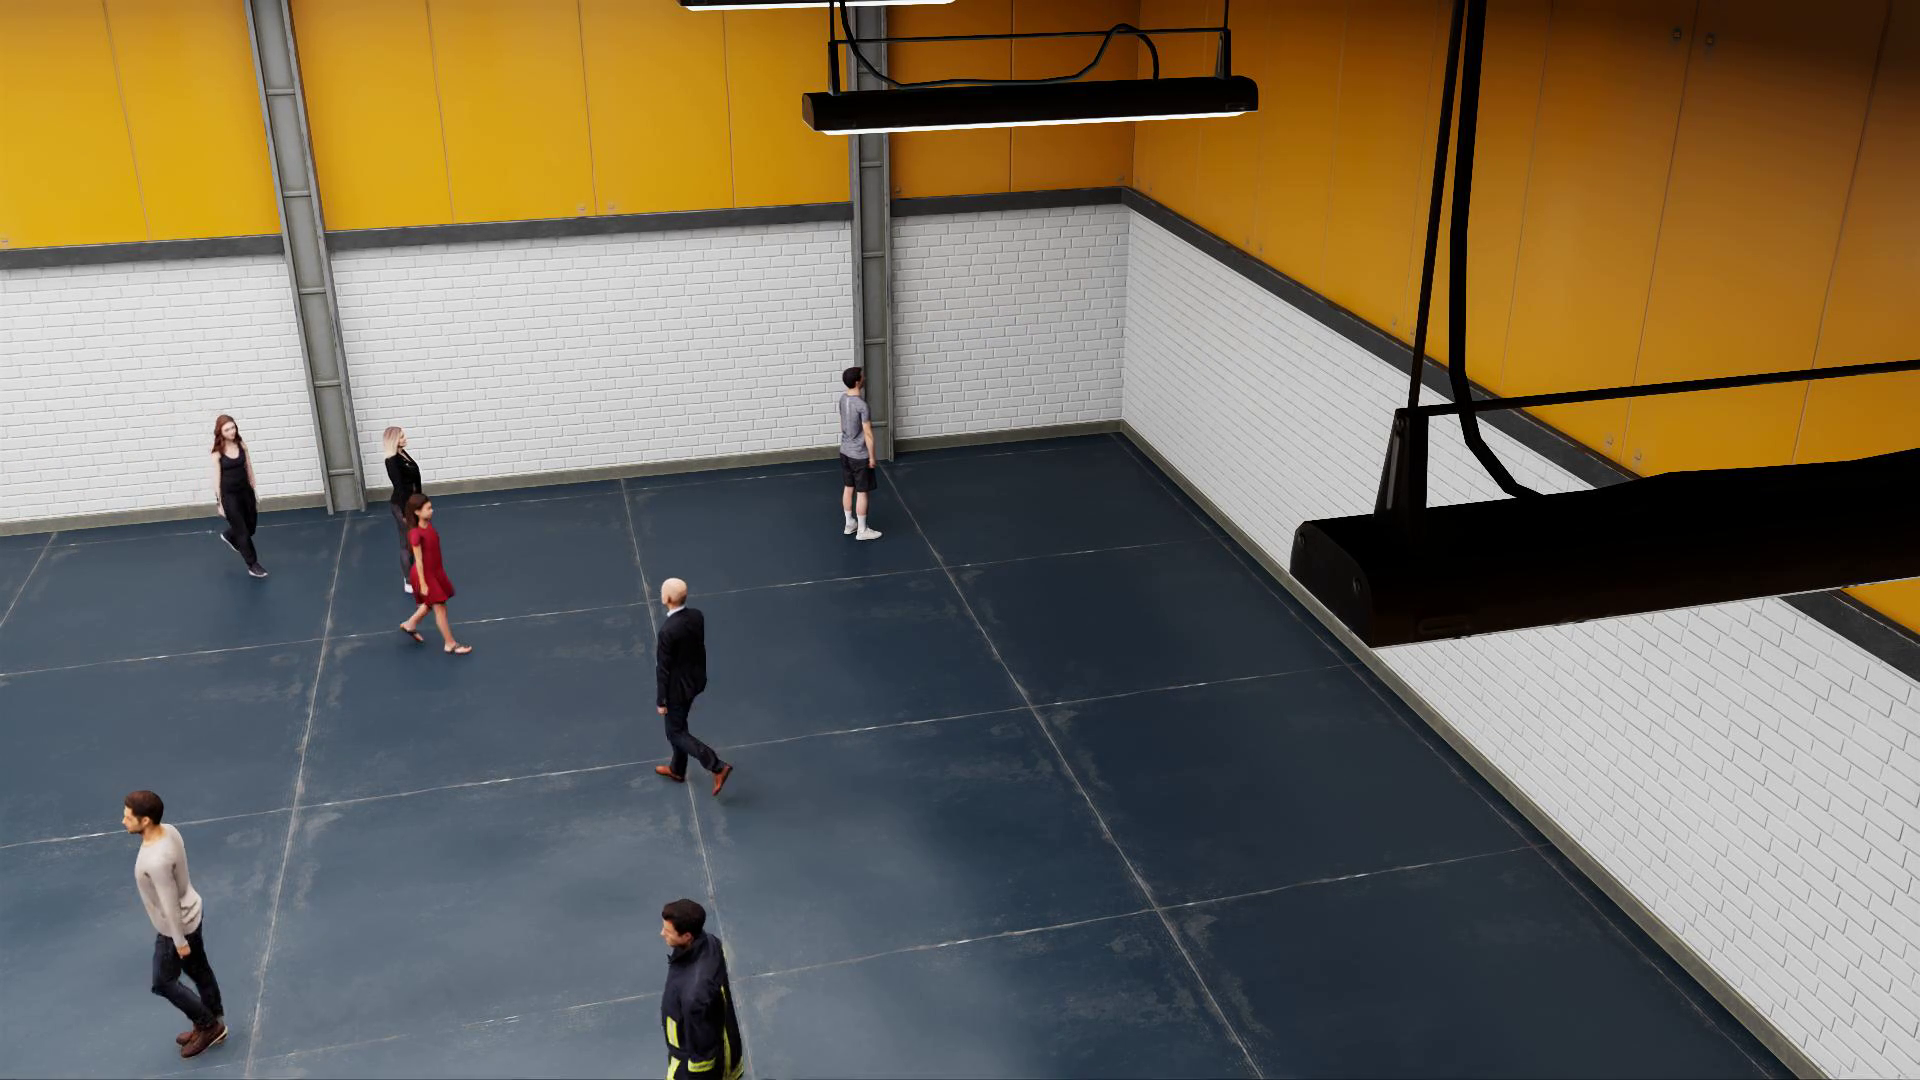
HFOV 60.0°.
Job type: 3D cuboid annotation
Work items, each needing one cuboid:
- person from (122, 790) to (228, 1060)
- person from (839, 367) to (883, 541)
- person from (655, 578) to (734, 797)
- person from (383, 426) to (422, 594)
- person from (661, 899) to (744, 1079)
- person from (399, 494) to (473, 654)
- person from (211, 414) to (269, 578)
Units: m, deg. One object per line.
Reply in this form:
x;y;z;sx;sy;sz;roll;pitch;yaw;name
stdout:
-4.654;2.302;10.092;0.583;1.853;0.665;-8;25;-18;person
-1.099;-0.920;17.440;0.695;1.871;0.730;-16;28;-33;person
-2.092;1.154;12.808;1.150;1.781;1.062;11;26;24;person
-5.442;-0.308;16.271;0.529;1.686;0.606;-5;24;-12;person
-1.311;2.739;9.028;1.116;1.904;0.886;-2;24;-5;person
-4.864;0.310;15.045;0.976;1.535;0.718;1;24;2;person
-7.289;-0.464;16.586;1.015;1.720;0.982;13;27;28;person
